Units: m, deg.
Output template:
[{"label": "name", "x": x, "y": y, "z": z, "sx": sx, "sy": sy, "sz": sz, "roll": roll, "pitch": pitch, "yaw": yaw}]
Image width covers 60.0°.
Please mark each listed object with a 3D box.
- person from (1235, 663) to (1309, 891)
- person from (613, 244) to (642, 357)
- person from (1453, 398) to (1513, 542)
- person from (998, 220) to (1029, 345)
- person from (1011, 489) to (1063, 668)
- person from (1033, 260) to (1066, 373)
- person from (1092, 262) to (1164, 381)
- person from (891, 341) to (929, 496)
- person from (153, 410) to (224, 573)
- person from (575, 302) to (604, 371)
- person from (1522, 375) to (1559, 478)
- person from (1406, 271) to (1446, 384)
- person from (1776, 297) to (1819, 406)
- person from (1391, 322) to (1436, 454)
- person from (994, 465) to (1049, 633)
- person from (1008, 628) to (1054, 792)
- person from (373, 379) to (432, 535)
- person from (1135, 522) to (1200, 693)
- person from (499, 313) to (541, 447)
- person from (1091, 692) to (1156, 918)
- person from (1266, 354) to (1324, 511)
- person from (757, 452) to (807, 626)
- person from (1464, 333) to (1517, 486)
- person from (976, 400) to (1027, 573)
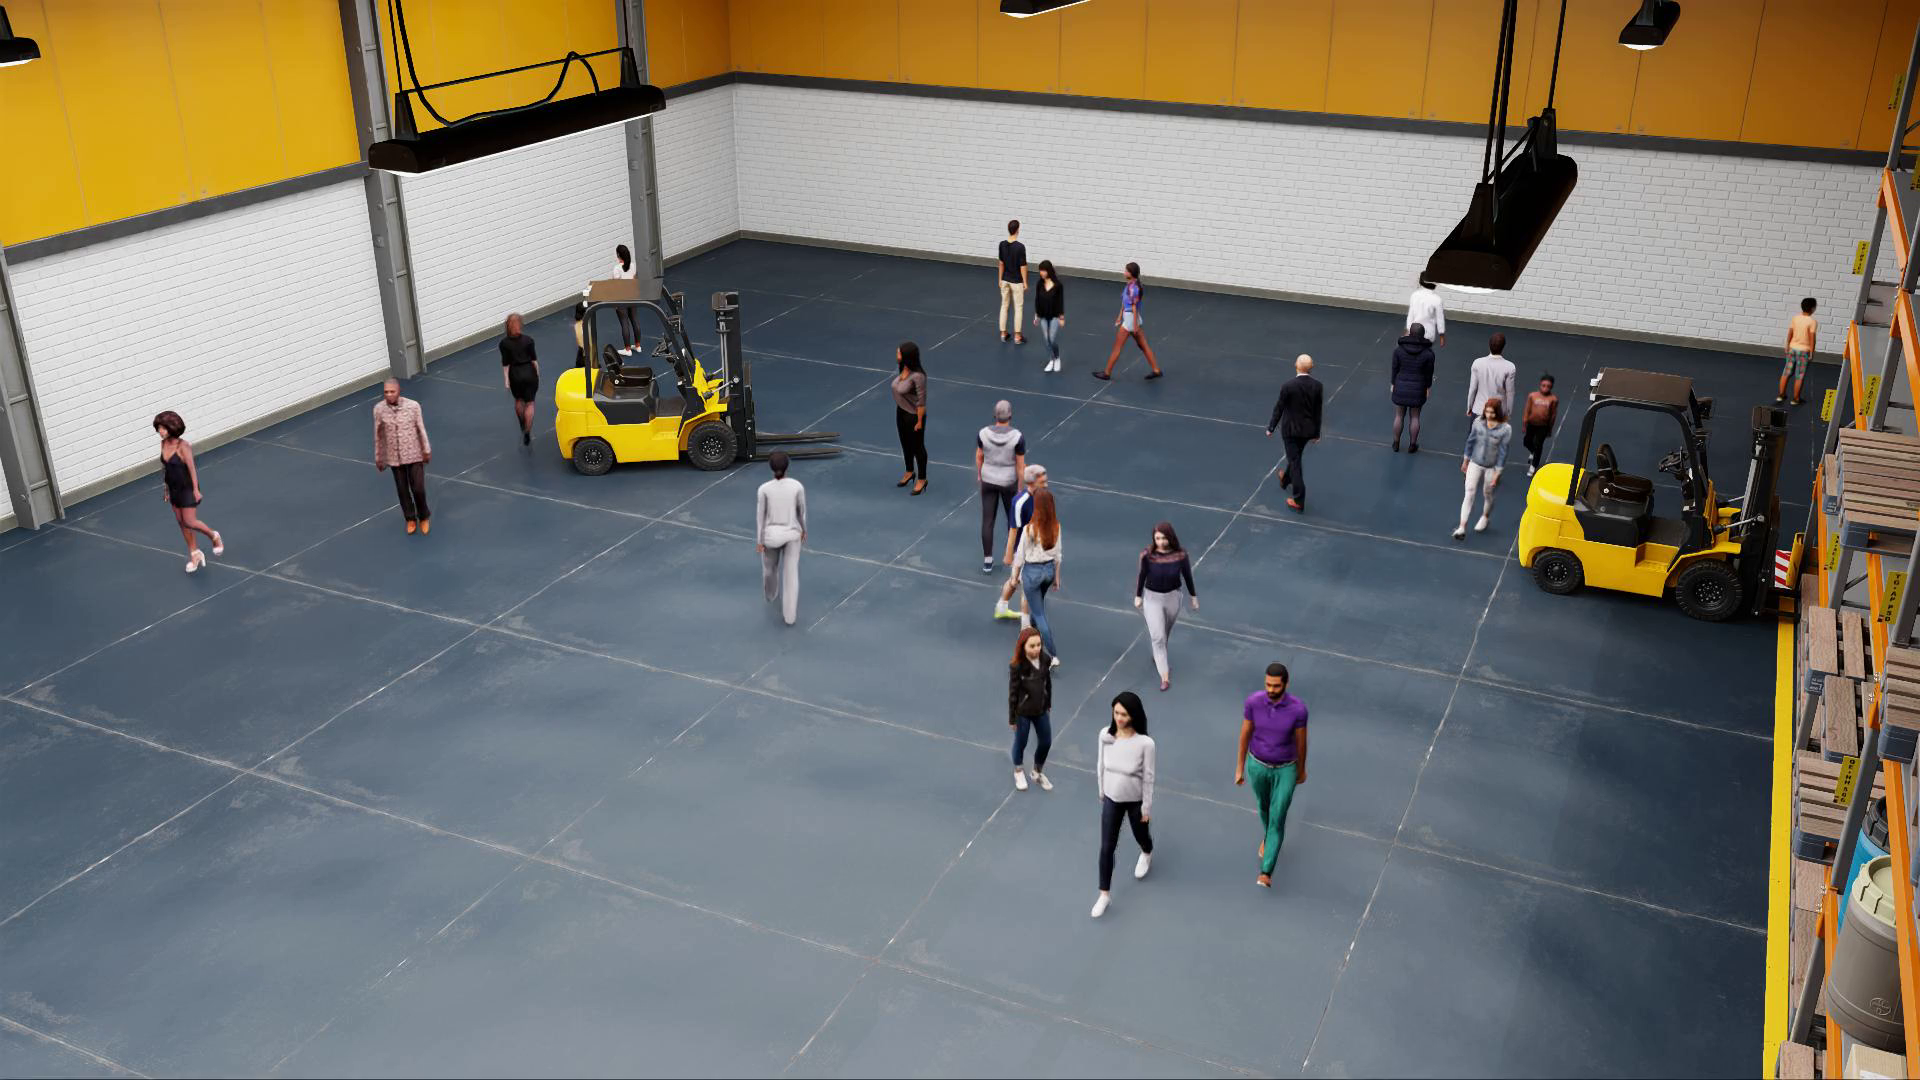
[{"label": "person", "x": 2.359, "y": 1.668, "z": 12.462, "sx": 0.631, "sy": 1.726, "sz": 1.102, "roll": 10, "pitch": 26, "yaw": 22}, {"label": "person", "x": -4.910, "y": -3.545, "z": 24.487, "sx": 0.666, "sy": 1.646, "sz": 0.528, "roll": 16, "pitch": 28, "yaw": 33}, {"label": "person", "x": 5.787, "y": -0.801, "z": 18.225, "sx": 0.723, "sy": 1.633, "sz": 1.140, "roll": 15, "pitch": 28, "yaw": 31}, {"label": "person", "x": 0.785, "y": -3.882, "z": 25.001, "sx": 0.658, "sy": 1.853, "sz": 0.563, "roll": 14, "pitch": 27, "yaw": 30}, {"label": "person", "x": 0.771, "y": 0.380, "z": 15.441, "sx": 1.076, "sy": 1.700, "sz": 1.030, "roll": -13, "pitch": 27, "yaw": -28}, {"label": "person", "x": 1.303, "y": -3.215, "z": 23.761, "sx": 0.563, "sy": 1.624, "sz": 0.566, "roll": 9, "pitch": 25, "yaw": 20}, {"label": "person", "x": 2.493, "y": -2.994, "z": 23.176, "sx": 0.902, "sy": 1.687, "sz": 1.220, "roll": 2, "pitch": 24, "yaw": 4}, {"label": "person", "x": -0.556, "y": -1.441, "z": 19.431, "sx": 0.783, "sy": 1.840, "sz": 0.748, "roll": -12, "pitch": 26, "yaw": -26}, {"label": "person", "x": -8.075, "y": -0.536, "z": 17.438, "sx": 0.550, "sy": 1.779, "sz": 0.699, "roll": 10, "pitch": 26, "yaw": 22}, {"label": "person", "x": -4.900, "y": -2.236, "z": 21.542, "sx": 0.766, "sy": 1.607, "sz": 1.125, "roll": 18, "pitch": 30, "yaw": 36}, {"label": "person", "x": 7.008, "y": -1.412, "z": 20.105, "sx": 0.553, "sy": 1.248, "sz": 0.723, "roll": 13, "pitch": 27, "yaw": 27}, {"label": "person", "x": 6.232, "y": -2.748, "z": 22.527, "sx": 1.211, "sy": 1.755, "sz": 0.915, "roll": -21, "pitch": 31, "yaw": -40}, {"label": "person", "x": 11.345, "y": -2.564, "z": 22.475, "sx": 0.614, "sy": 1.461, "sz": 0.600, "roll": -16, "pitch": 28, "yaw": -32}, {"label": "person", "x": 5.604, "y": -1.904, "z": 20.696, "sx": 0.679, "sy": 1.675, "sz": 0.655, "roll": 9, "pitch": 25, "yaw": 19}, {"label": "person", "x": 0.562, "y": 0.071, "z": 16.044, "sx": 0.726, "sy": 1.784, "sz": 0.842, "roll": 12, "pitch": 26, "yaw": 25}, {"label": "person", "x": 0.531, "y": 1.341, "z": 13.531, "sx": 0.690, "sy": 1.468, "sz": 0.765, "roll": -13, "pitch": 27, "yaw": -27}, {"label": "person", "x": -6.130, "y": -0.963, "z": 18.400, "sx": 0.836, "sy": 1.790, "sz": 0.845, "roll": -4, "pitch": 24, "yaw": -8}, {"label": "person", "x": 1.834, "y": 0.558, "z": 15.210, "sx": 1.010, "sy": 1.558, "sz": 1.155, "roll": -3, "pitch": 24, "yaw": -7}, {"label": "person", "x": -5.478, "y": -1.980, "z": 20.867, "sx": 0.959, "sy": 1.678, "sz": 1.128, "roll": -3, "pitch": 24, "yaw": -7}, {"label": "person", "x": 1.256, "y": 1.853, "z": 12.113, "sx": 0.612, "sy": 1.666, "sz": 1.070, "roll": 11, "pitch": 26, "yaw": 23}, {"label": "person", "x": 3.876, "y": -1.194, "z": 18.971, "sx": 1.130, "sy": 1.756, "sz": 1.241, "roll": -6, "pitch": 24, "yaw": -13}, {"label": "person", "x": -1.730, "y": 0.018, "z": 16.266, "sx": 1.044, "sy": 1.703, "sz": 1.158, "roll": -5, "pitch": 24, "yaw": -12}, {"label": "person", "x": 6.254, "y": -1.545, "z": 19.654, "sx": 0.666, "sy": 1.853, "sz": 0.551, "roll": 10, "pitch": 26, "yaw": 22}, {"label": "person", "x": 0.391, "y": -0.528, "z": 17.409, "sx": 0.881, "sy": 1.787, "sz": 1.156, "roll": 4, "pitch": 24, "yaw": 9}]
